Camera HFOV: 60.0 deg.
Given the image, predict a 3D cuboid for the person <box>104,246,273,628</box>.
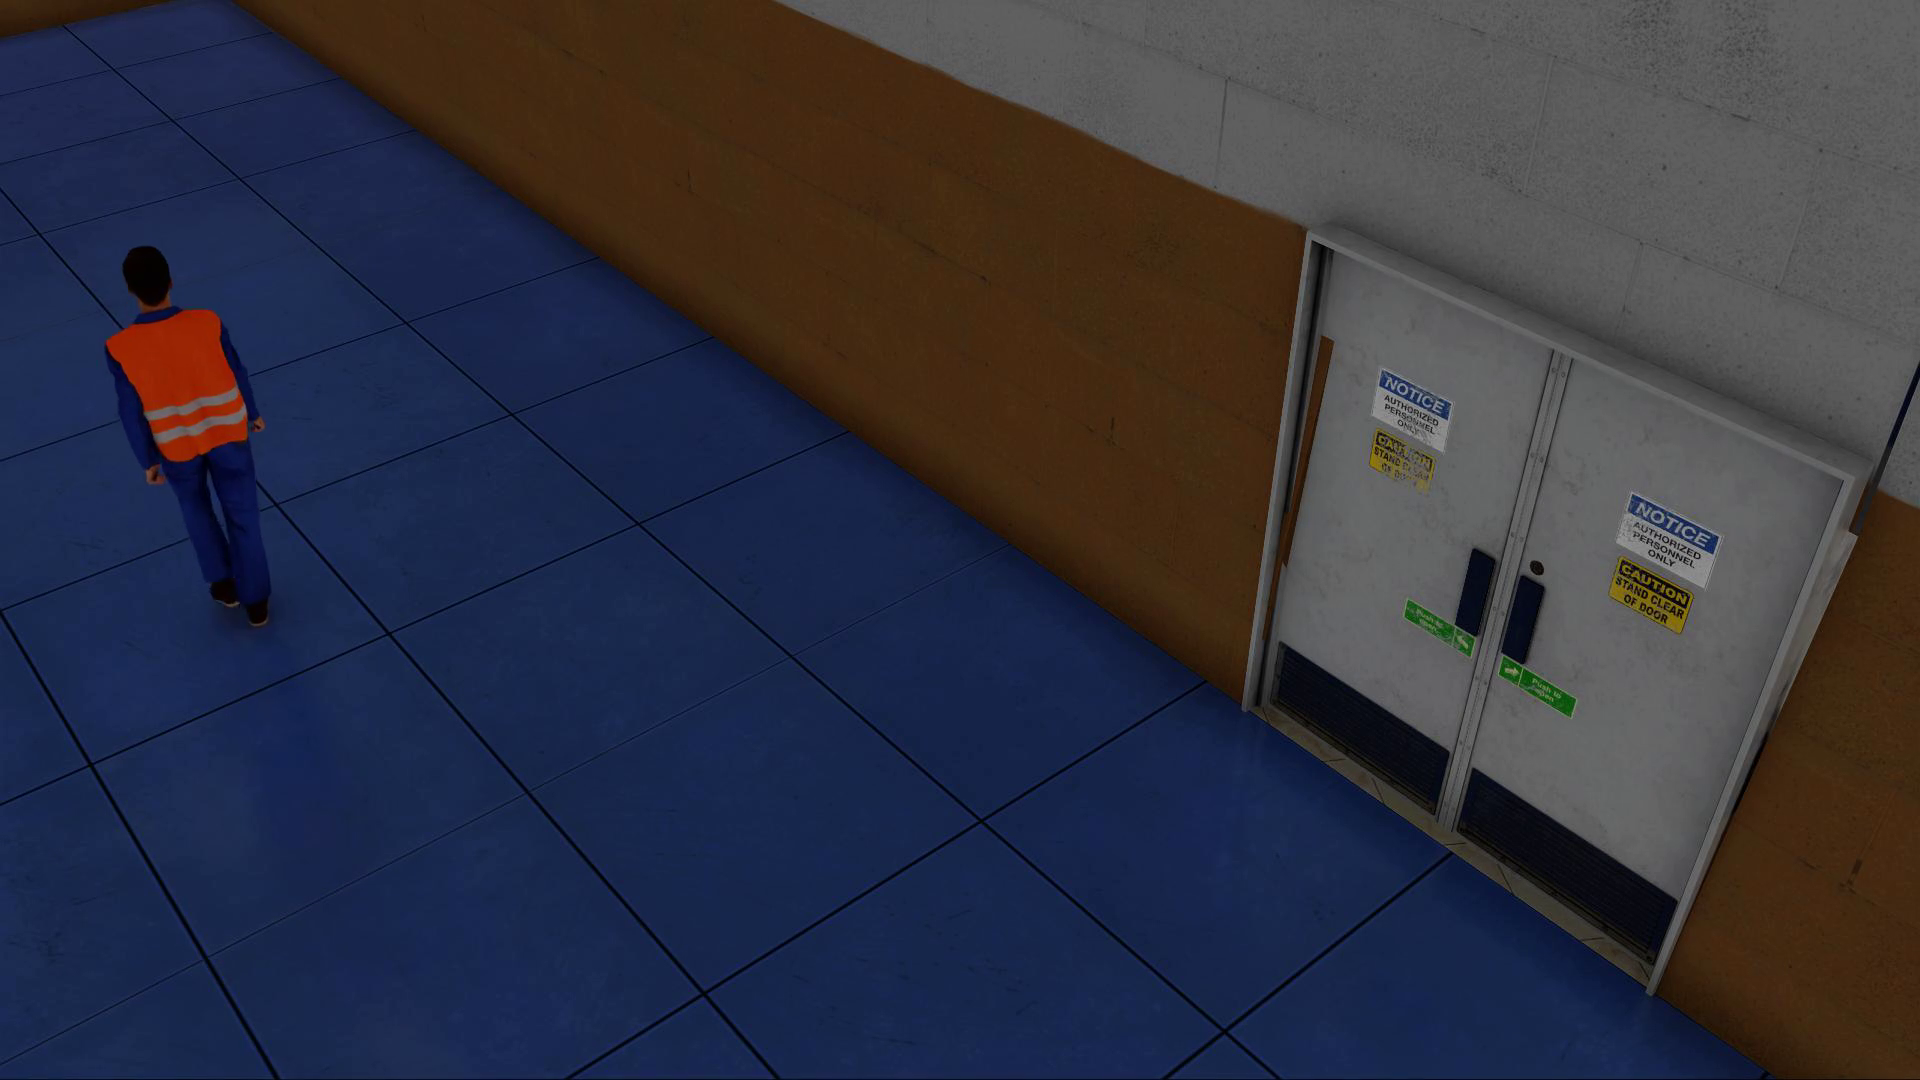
[{"bbox_3d":[-3.281,-0.381,7.239,0.718,1.851,0.834,-16,40,-20],"label":"person"}]
